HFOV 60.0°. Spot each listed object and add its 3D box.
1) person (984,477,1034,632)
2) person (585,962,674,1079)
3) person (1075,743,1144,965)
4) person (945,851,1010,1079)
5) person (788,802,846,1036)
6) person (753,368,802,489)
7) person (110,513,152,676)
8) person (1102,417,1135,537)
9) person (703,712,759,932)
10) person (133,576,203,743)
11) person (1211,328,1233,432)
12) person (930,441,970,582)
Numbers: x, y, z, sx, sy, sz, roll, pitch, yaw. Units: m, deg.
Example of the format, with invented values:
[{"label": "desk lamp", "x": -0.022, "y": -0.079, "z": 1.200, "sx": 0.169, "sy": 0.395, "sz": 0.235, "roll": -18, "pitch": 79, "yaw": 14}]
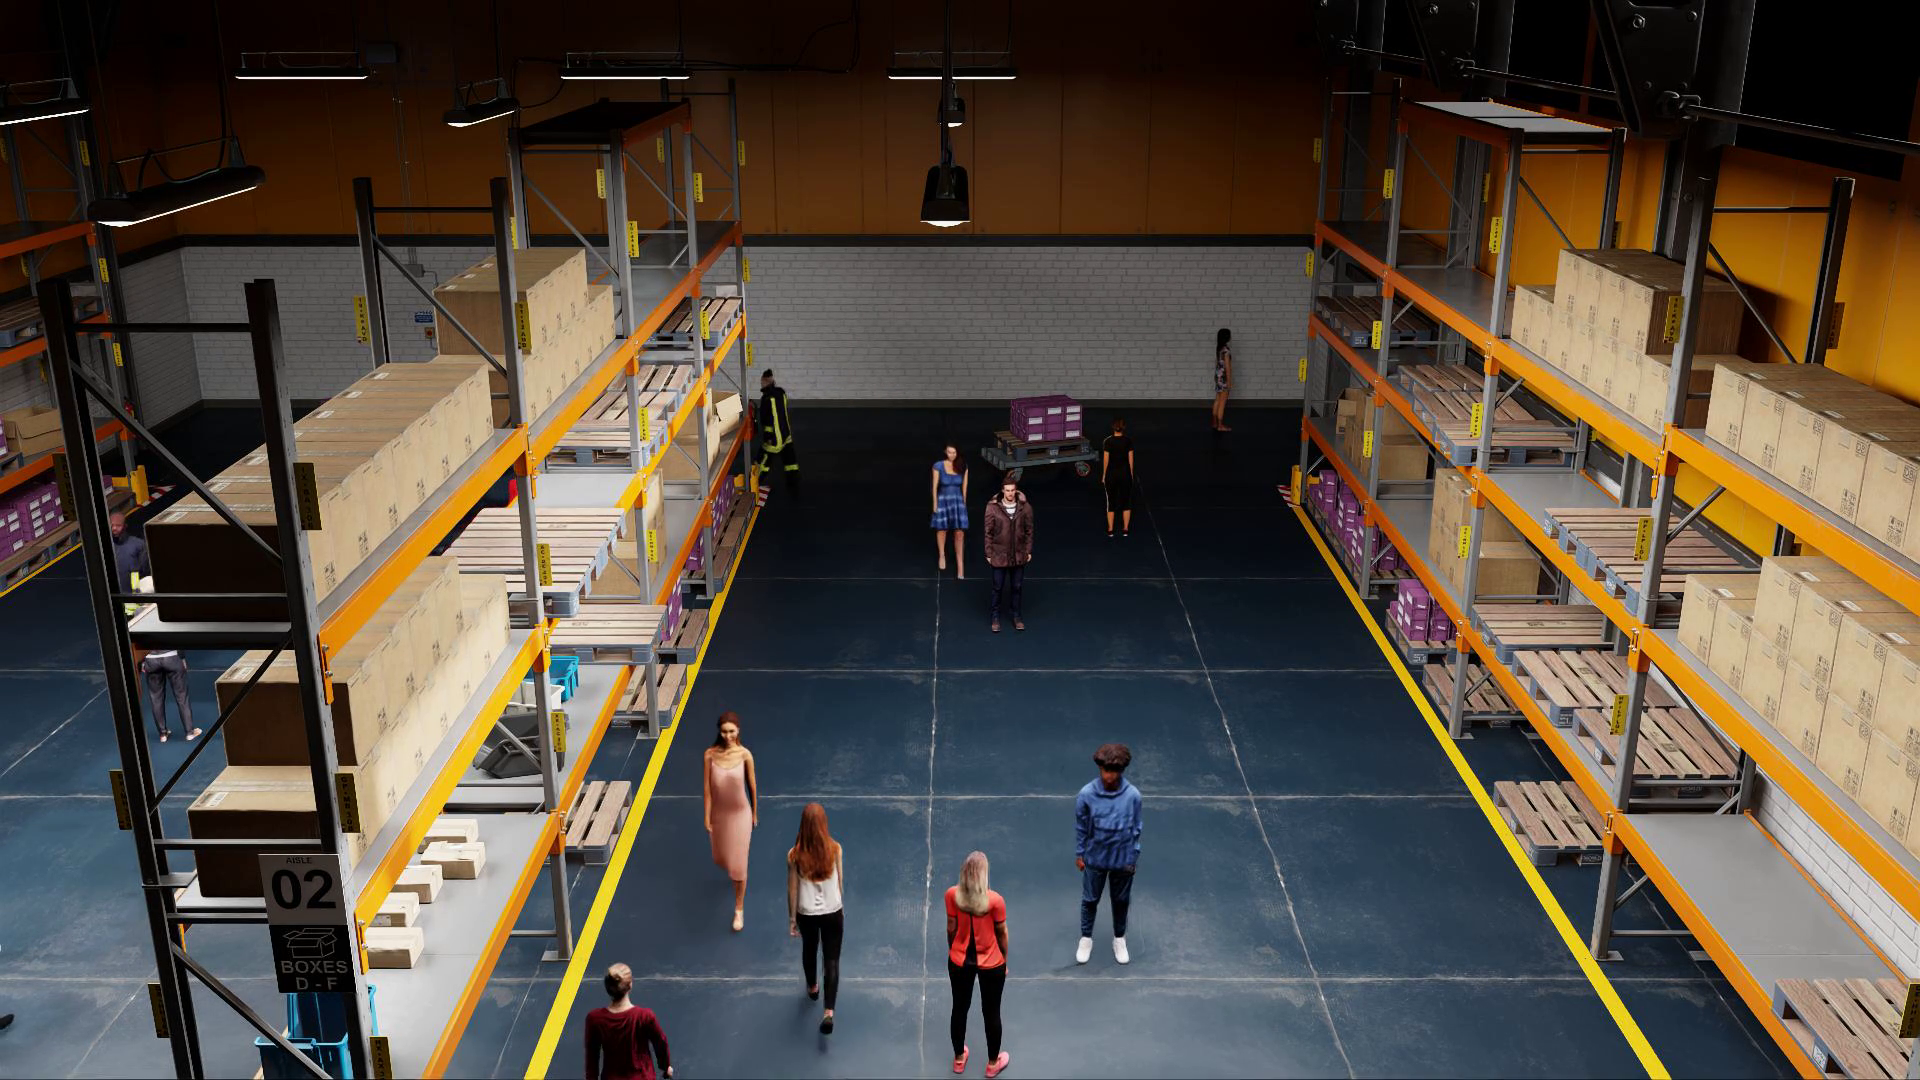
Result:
[{"label": "person", "x": 0.560, "y": 0.148, "z": 19.379, "sx": 0.796, "sy": 1.848, "sz": 0.752, "roll": -4, "pitch": 19, "yaw": -11}, {"label": "person", "x": -2.027, "y": 3.377, "z": 10.092, "sx": 0.708, "sy": 1.656, "sz": 1.083, "roll": 2, "pitch": 19, "yaw": 6}, {"label": "person", "x": 1.139, "y": 2.392, "z": 12.778, "sx": 0.673, "sy": 1.808, "sz": 0.540, "roll": 0, "pitch": 19, "yaw": 1}, {"label": "person", "x": 0.112, "y": 2.905, "z": 11.434, "sx": 0.650, "sy": 1.695, "sz": 0.623, "roll": 6, "pitch": 19, "yaw": 16}, {"label": "person", "x": -0.997, "y": 2.735, "z": 11.947, "sx": 0.580, "sy": 1.689, "sz": 1.075, "roll": -1, "pitch": 19, "yaw": -3}, {"label": "person", "x": -2.662, "y": -1.608, "z": 24.634, "sx": 1.222, "sy": 1.823, "sz": 1.232, "roll": 13, "pitch": 23, "yaw": 34}, {"label": "person", "x": -9.159, "y": 0.539, "z": 18.320, "sx": 0.803, "sy": 1.784, "sz": 1.230, "roll": -1, "pitch": 19, "yaw": -4}, {"label": "person", "x": 2.160, "y": -0.874, "z": 22.696, "sx": 0.575, "sy": 1.668, "sz": 0.506, "roll": 0, "pitch": 19, "yaw": -1}, {"label": "person", "x": -1.844, "y": 2.191, "z": 13.375, "sx": 0.578, "sy": 1.810, "sz": 0.967, "roll": 0, "pitch": 19, "yaw": 0}, {"label": "person", "x": -7.917, "y": 1.177, "z": 16.515, "sx": 0.625, "sy": 1.726, "sz": 0.550, "roll": -2, "pitch": 19, "yaw": -6}, {"label": "person", "x": 4.424, "y": -2.709, "z": 28.044, "sx": 0.709, "sy": 1.732, "sz": 0.519, "roll": -4, "pitch": 19, "yaw": -13}, {"label": "person", "x": -0.155, "y": -0.381, "z": 21.104, "sx": 0.765, "sy": 1.750, "sz": 1.192, "roll": -3, "pitch": 19, "yaw": -8}]
